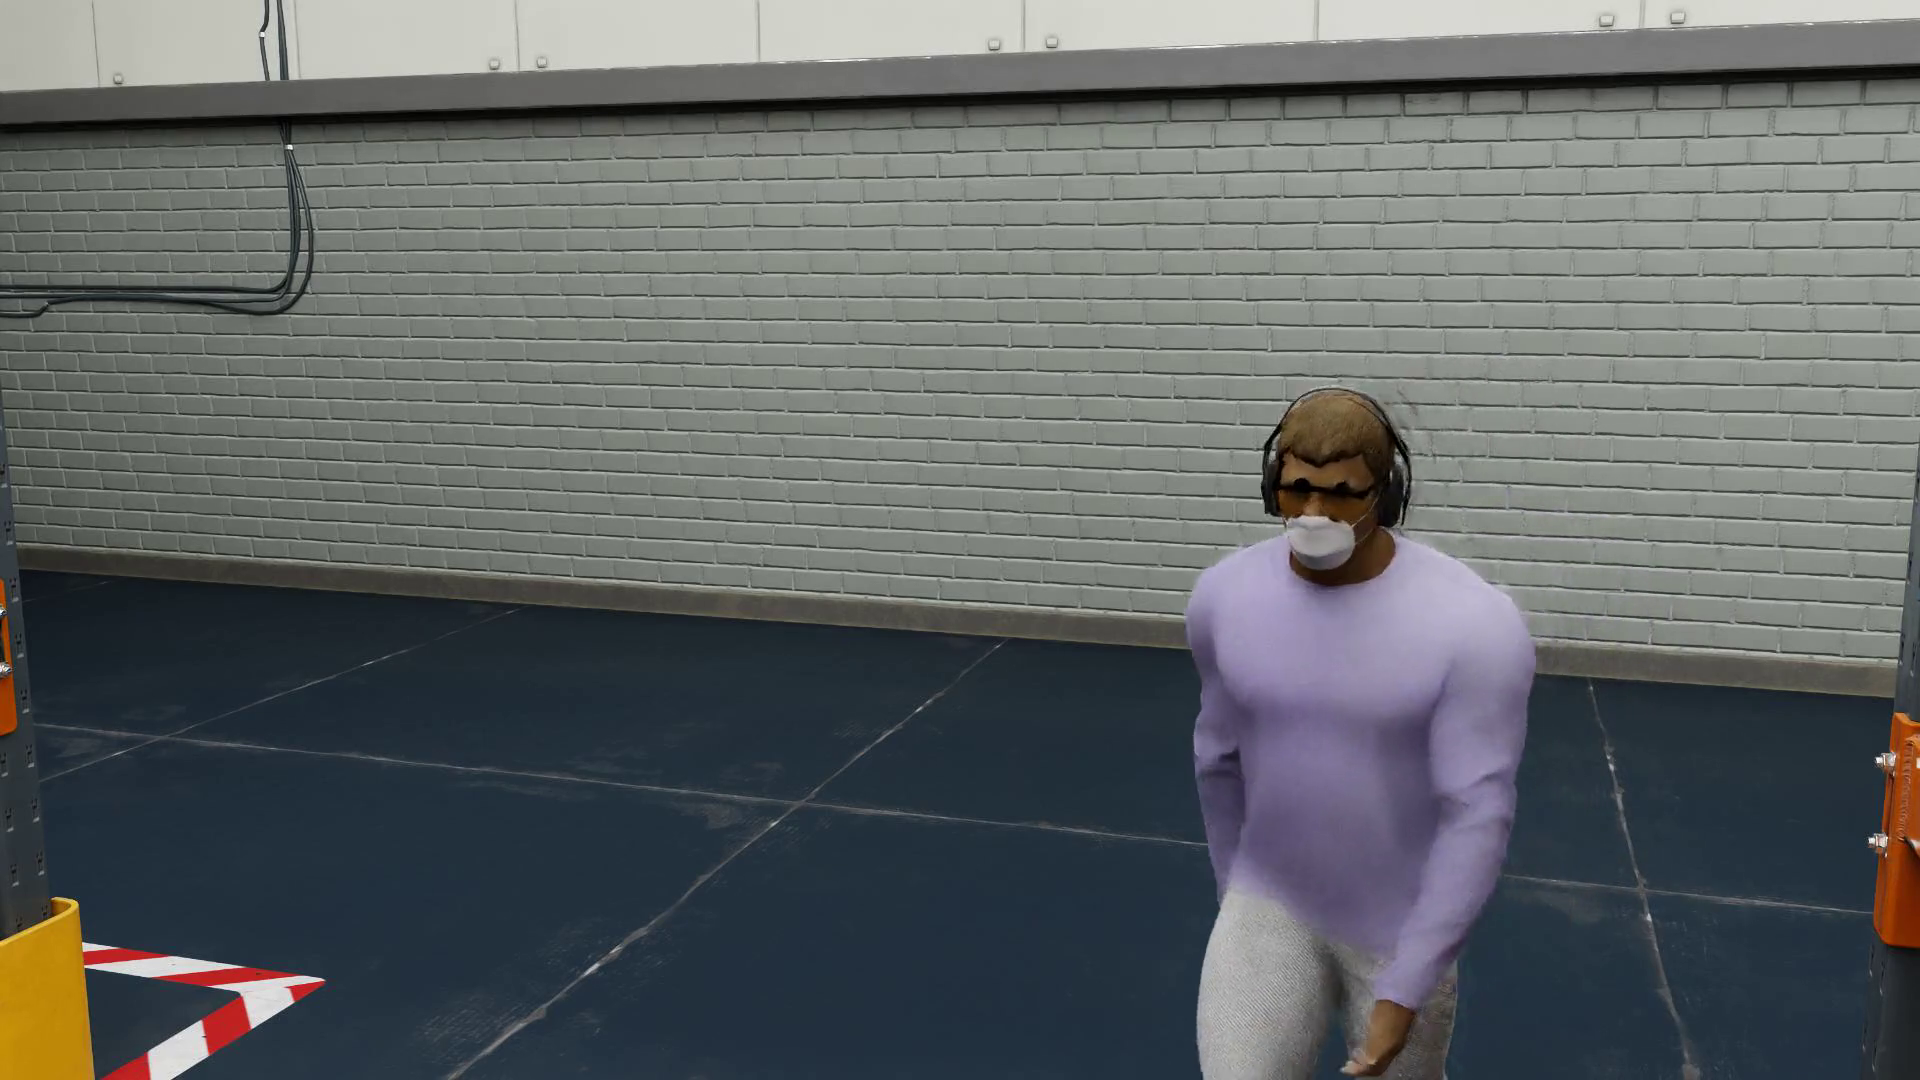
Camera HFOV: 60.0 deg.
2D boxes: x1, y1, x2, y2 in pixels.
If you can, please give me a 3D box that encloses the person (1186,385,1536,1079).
[{"bbox_3d":[0.643,0.669,2.866,0.619,1.867,1.112,6,11,33],"label":"person"}]
